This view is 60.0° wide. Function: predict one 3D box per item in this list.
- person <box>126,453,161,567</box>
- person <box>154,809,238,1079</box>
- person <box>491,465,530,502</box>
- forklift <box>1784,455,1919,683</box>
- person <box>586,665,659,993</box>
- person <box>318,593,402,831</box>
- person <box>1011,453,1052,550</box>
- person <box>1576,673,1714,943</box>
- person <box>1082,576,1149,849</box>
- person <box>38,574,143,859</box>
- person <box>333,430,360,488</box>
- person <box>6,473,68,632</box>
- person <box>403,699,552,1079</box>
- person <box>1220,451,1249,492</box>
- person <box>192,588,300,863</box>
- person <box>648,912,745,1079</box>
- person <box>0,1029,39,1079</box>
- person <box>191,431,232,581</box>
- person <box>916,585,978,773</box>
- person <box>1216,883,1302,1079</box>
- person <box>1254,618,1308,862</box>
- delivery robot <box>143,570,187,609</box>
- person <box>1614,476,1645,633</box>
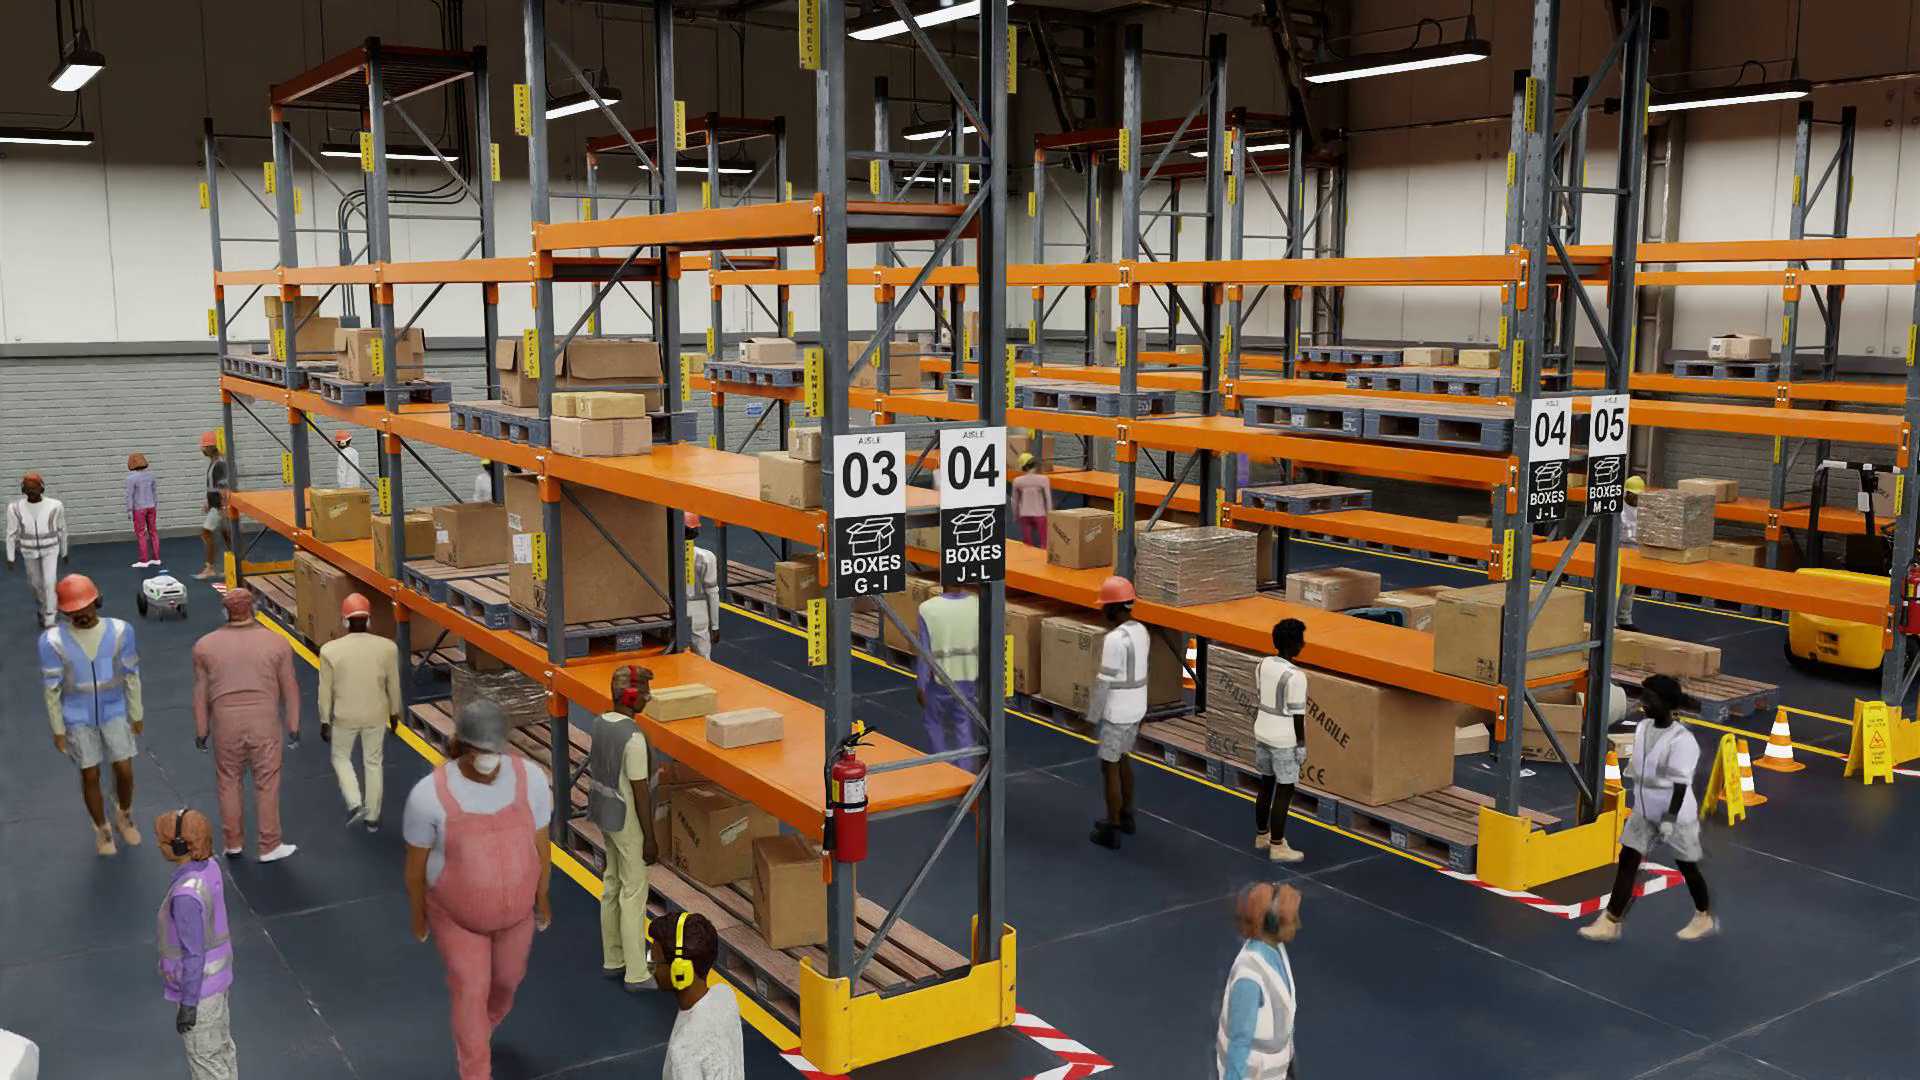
[{"bbox_3d":[-11.582,-0.423,23.563,0.280,1.625,0.493,4,9,23],"label":"person"},{"bbox_3d":[-3.396,1.994,7.414,0.308,1.639,0.524,-2,9,-16],"label":"person"},{"bbox_3d":[-5.953,-0.323,21.986,0.662,1.896,0.601,6,11,37],"label":"person"},{"bbox_3d":[9.643,0.253,17.172,2.313,2.155,1.214,-6,10,-33],"label":"forklift"},{"bbox_3d":[-1.875,1.610,9.316,0.389,1.838,0.563,-6,11,-36],"label":"person"},{"bbox_3d":[-4.347,1.247,12.045,0.599,1.735,0.377,-6,10,-33],"label":"person"},{"bbox_3d":[1.007,-0.317,22.522,0.643,1.719,0.385,2,9,14],"label":"person"},{"bbox_3d":[4.170,1.614,9.906,0.871,1.648,0.539,-3,9,-16],"label":"person"},{"bbox_3d":[1.111,1.203,11.755,0.411,1.925,0.550,4,9,26],"label":"person"},{"bbox_3d":[-5.933,1.212,11.408,0.615,2.012,0.484,-6,10,-35],"label":"person"},{"bbox_3d":[-9.593,-0.851,26.018,0.349,1.743,0.563,0,9,3],"label":"person"},{"bbox_3d":[-10.621,0.132,19.173,0.591,1.851,0.900,-3,9,-22],"label":"person"},{"bbox_3d":[-2.354,1.689,8.118,0.688,2.000,0.844,-6,10,-33],"label":"person"},{"bbox_3d":[4.377,-0.867,25.950,0.705,1.801,0.631,7,11,38],"label":"person"},{"bbox_3d":[-4.892,1.275,11.430,0.675,1.879,0.494,-3,9,-19],"label":"person"},{"bbox_3d":[-0.877,2.154,5.639,0.328,1.861,0.506,1,9,7],"label":"person"},{"bbox_3d":[-3.287,2.211,5.384,0.578,1.820,0.772,0,9,-1],"label":"person"},{"bbox_3d":[-10.124,-0.454,22.444,0.790,2.013,0.621,-4,9,-22],"label":"person"},{"bbox_3d":[-0.065,1.059,12.782,0.618,1.898,0.537,-3,9,-19],"label":"person"},{"bbox_3d":[1.247,2.140,6.590,0.864,1.591,0.529,3,9,19],"label":"person"},{"bbox_3d":[2.207,1.368,11.427,0.320,1.687,0.537,-3,9,-20],"label":"person"},{"bbox_3d":[-9.544,0.605,19.950,0.477,0.478,0.707,-7,11,-38],"label":"delivery robot"},{"bbox_3d":[7.588,0.179,18.887,0.591,1.824,0.404,-5,10,-29],"label":"person"}]
